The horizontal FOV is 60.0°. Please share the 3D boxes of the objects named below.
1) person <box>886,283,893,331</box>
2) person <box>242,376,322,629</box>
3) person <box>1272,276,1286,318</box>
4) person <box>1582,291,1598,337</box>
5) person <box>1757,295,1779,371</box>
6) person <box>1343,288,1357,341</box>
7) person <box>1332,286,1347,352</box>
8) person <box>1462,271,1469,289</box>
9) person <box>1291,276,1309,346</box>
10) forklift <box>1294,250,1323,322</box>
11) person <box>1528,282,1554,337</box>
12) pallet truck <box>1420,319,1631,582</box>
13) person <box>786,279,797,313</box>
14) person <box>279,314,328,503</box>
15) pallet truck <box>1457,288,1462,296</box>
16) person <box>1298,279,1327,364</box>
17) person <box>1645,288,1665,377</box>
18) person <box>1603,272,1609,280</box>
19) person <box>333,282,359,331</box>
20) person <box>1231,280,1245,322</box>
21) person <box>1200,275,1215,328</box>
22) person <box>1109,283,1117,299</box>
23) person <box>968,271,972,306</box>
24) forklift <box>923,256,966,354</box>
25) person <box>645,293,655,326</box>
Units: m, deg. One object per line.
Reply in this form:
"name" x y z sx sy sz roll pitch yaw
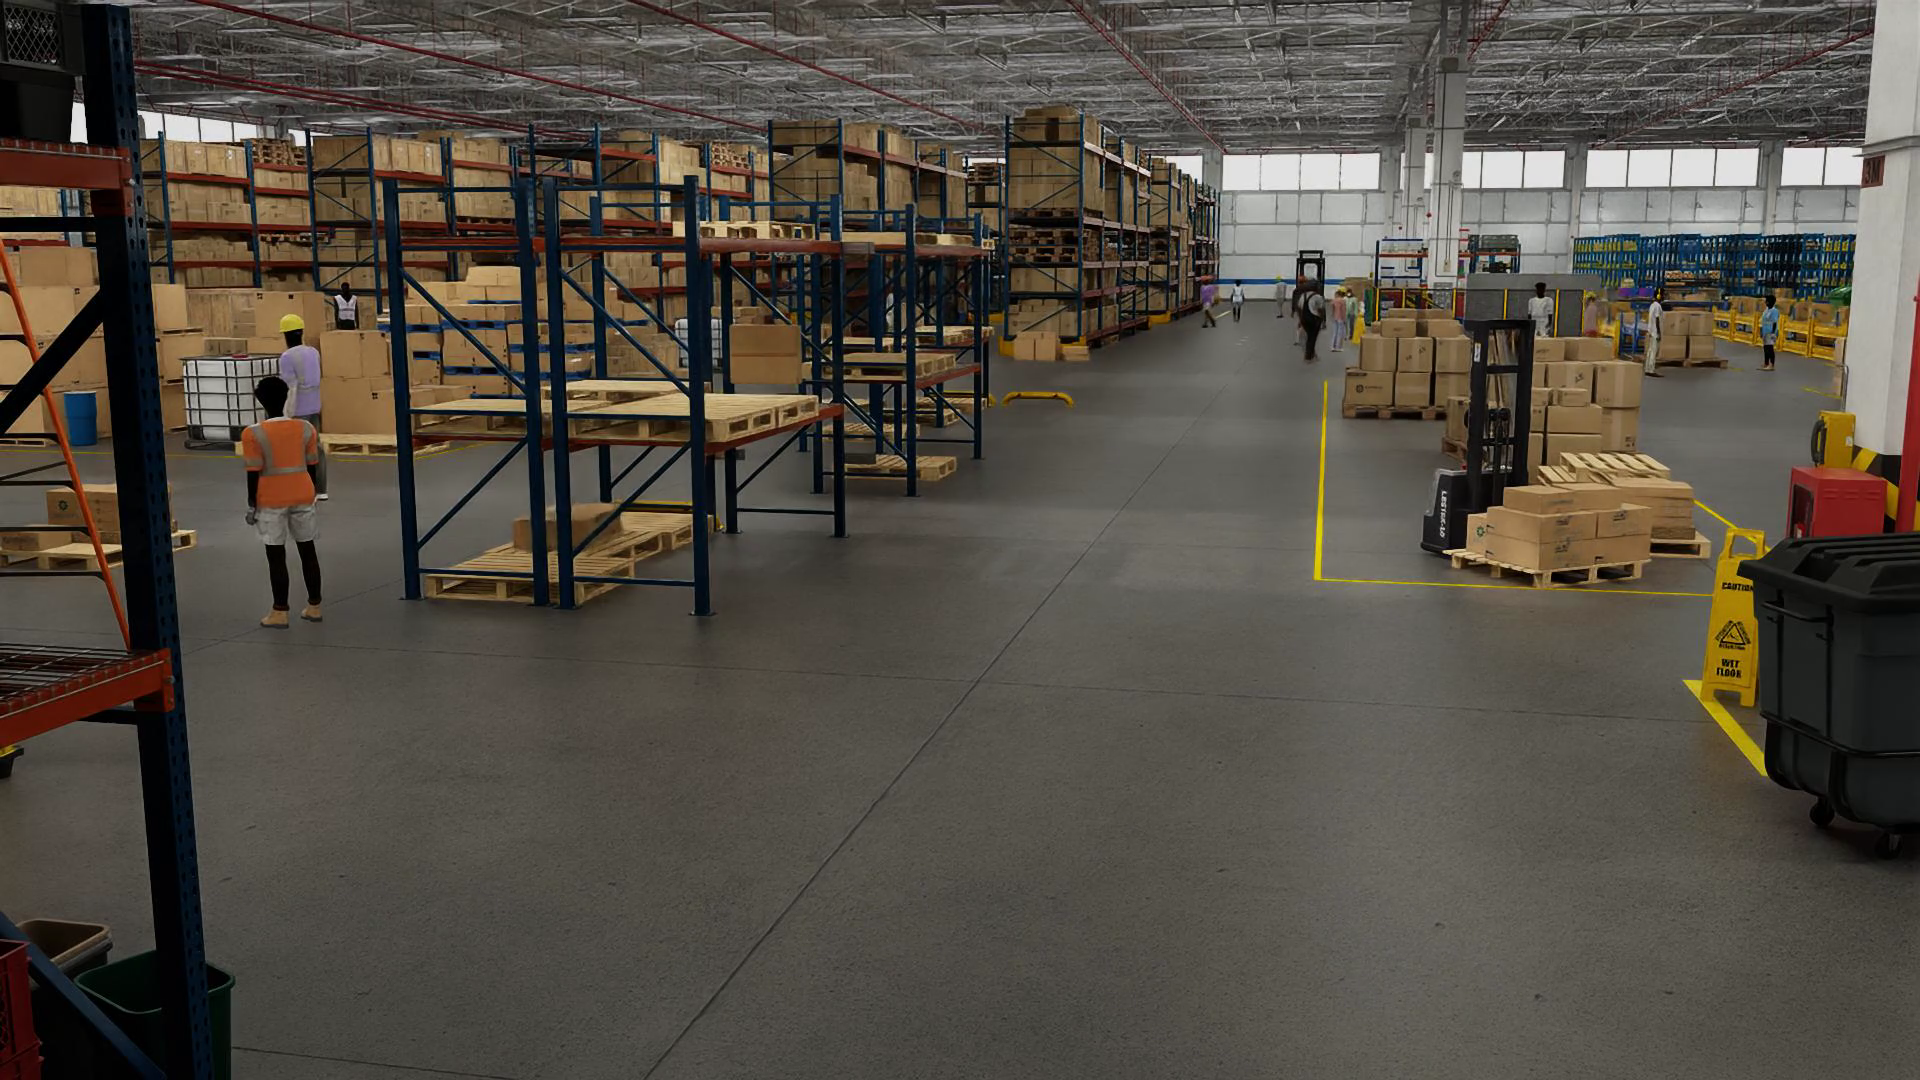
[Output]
"person" -1.745 -5.723 43.039 0.339 1.882 0.581 -1 10 -4
"person" -4.553 -0.251 11.189 0.322 1.696 0.530 8 12 38
"person" 13.461 -10.245 70.172 0.617 1.773 0.577 -5 11 -26
"person" 14.418 -4.798 37.993 0.435 1.746 0.530 8 13 41
"person" 18.009 -4.606 37.011 0.319 1.693 0.537 0 10 2
"person" 11.908 -6.897 50.858 0.503 1.600 0.818 4 10 22
"person" 10.151 -5.899 44.482 0.403 1.753 0.533 -4 11 -25
"person" 24.070 -11.863 79.338 0.622 1.911 0.951 -8 12 -39
"person" 9.774 -6.544 47.605 0.611 1.985 0.394 -1 10 -9
"forklift" 13.778 -10.002 65.433 1.129 2.768 1.873 2 10 12
"person" 13.269 -4.913 38.044 0.373 1.958 0.599 -9 13 -44
"pallet truck" 4.543 -0.757 13.299 0.823 1.965 1.885 -4 10 -22
"person" -7.213 -10.641 72.032 0.652 1.926 0.469 2 10 10
"person" -6.672 -1.317 16.832 0.384 1.924 0.589 2 10 10
"pallet truck" 20.506 -9.785 68.819 0.653 1.274 1.630 2 10 12
"person" 8.506 -5.229 39.652 0.884 2.000 0.712 -6 11 -33
"person" 14.661 -4.361 35.016 0.329 1.873 0.516 1 10 8
"person" 34.384 -13.356 88.407 0.449 1.832 0.559 -5 11 -25
"person" -15.194 -5.424 41.208 0.592 1.911 0.385 -8 12 -40
"person" 10.920 -9.405 65.489 0.556 1.664 0.798 1 10 5
"person" 9.018 -8.637 60.297 0.788 1.899 0.581 -8 12 -39
"person" 8.337 -13.974 92.119 0.654 1.813 0.449 -2 10 -14
"person" 0.653 -13.211 87.225 0.623 1.935 0.991 2 10 11
"forklift" -0.515 -6.336 43.727 1.129 2.768 1.873 2 10 12
"person" -7.685 -5.271 41.100 0.323 1.631 0.536 -3 10 -15
